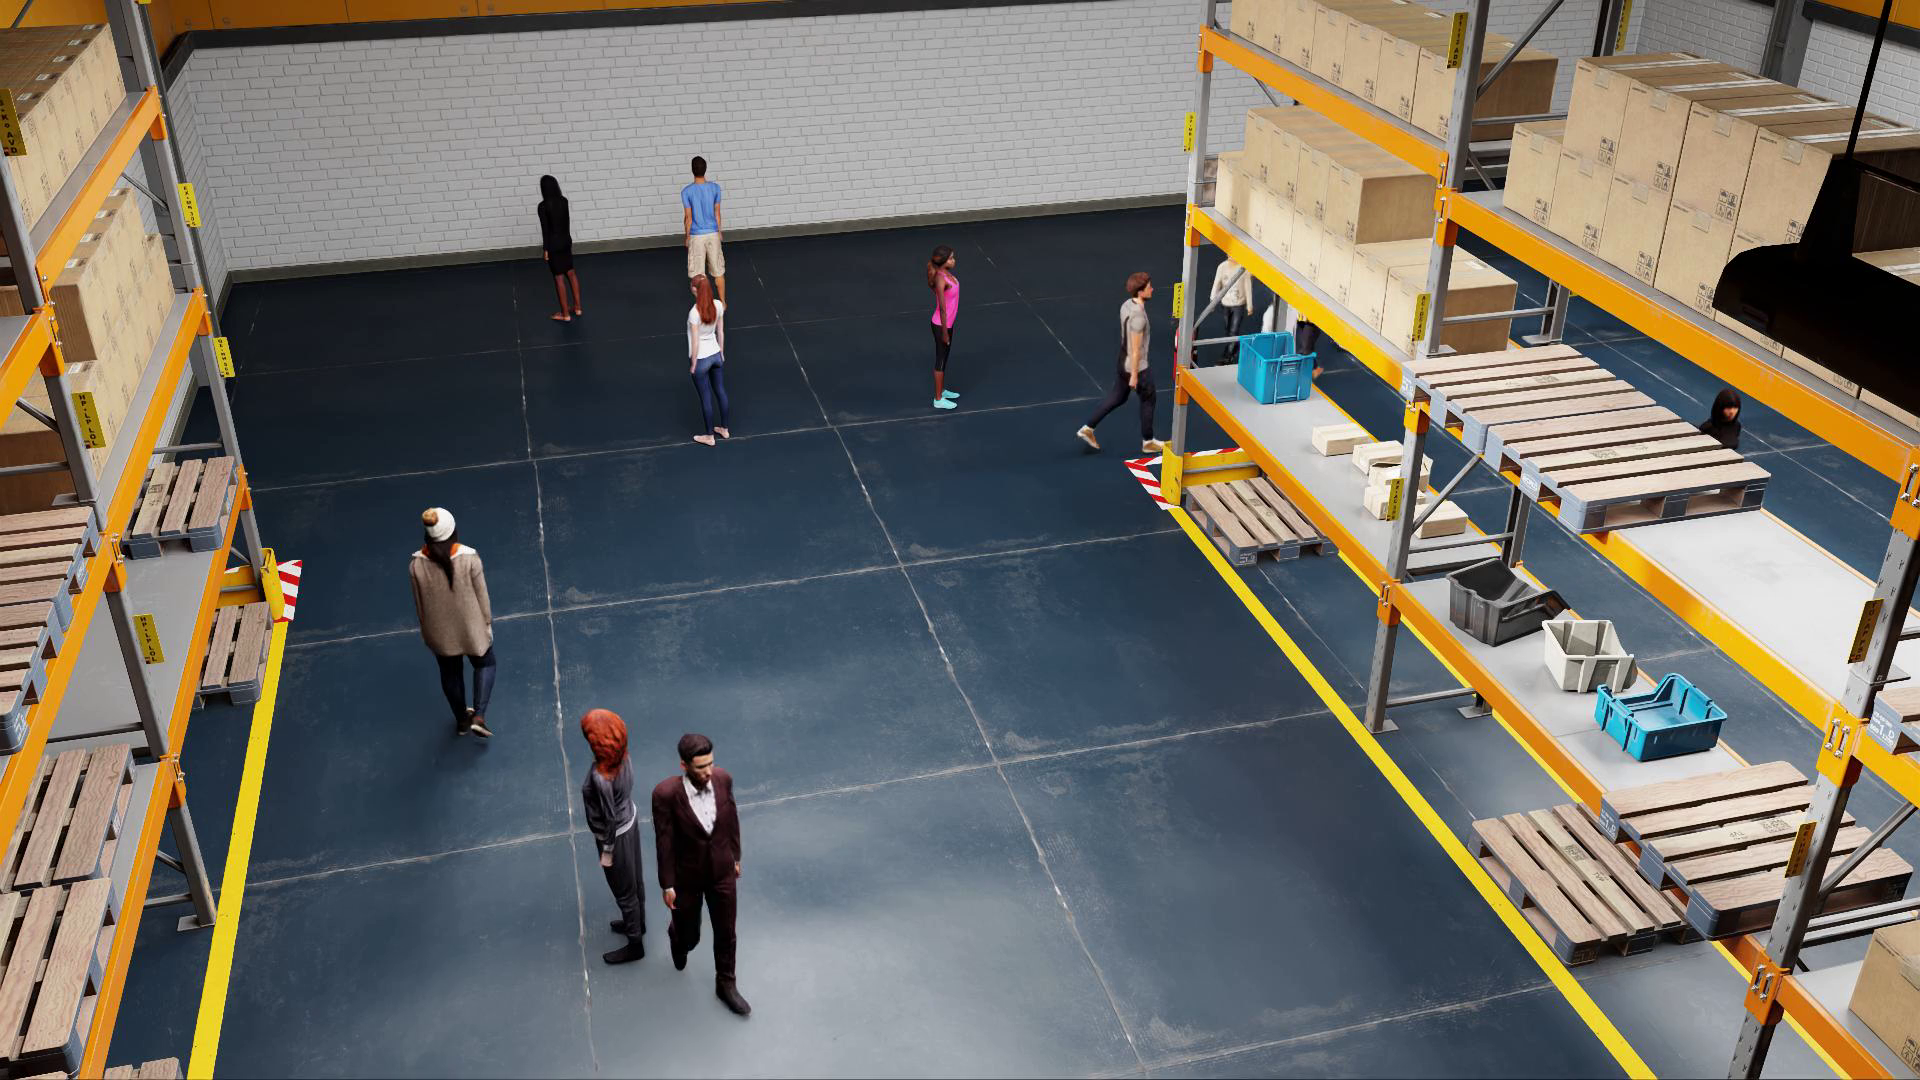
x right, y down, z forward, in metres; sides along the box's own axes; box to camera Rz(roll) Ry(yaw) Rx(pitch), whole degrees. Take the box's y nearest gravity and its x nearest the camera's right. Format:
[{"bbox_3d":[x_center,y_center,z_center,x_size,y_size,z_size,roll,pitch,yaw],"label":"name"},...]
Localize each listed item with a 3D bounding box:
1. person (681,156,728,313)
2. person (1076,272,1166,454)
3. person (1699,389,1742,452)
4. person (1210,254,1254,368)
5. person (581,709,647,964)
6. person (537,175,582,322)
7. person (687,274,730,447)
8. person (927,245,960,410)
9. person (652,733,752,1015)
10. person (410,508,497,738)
[{"bbox_3d":[-3.000,-3.571,19.510,0.688,1.864,0.627,-14,31,-24],"label":"person"},{"bbox_3d":[1.578,-1.678,16.040,0.755,1.863,1.125,-5,29,-10],"label":"person"},{"bbox_3d":[6.381,-0.575,14.274,0.682,1.618,0.884,-4,29,-7],"label":"person"},{"bbox_3d":[3.011,-2.578,18.145,0.993,1.428,1.025,17,33,29],"label":"person"},{"bbox_3d":[-2.037,1.735,9.867,0.699,1.782,0.536,0,29,1],"label":"person"},{"bbox_3d":[-4.685,-3.417,19.378,0.720,1.720,0.663,15,32,26],"label":"person"},{"bbox_3d":[-2.475,-1.775,16.346,0.686,1.740,0.652,23,36,35],"label":"person"},{"bbox_3d":[-0.177,-2.217,17.174,0.692,1.724,0.597,4,29,7],"label":"person"},{"bbox_3d":[-1.525,1.867,9.552,0.873,1.852,1.061,-18,33,-29],"label":"person"},{"bbox_3d":[-3.597,0.629,11.792,0.760,1.881,0.900,-2,29,-5],"label":"person"}]
